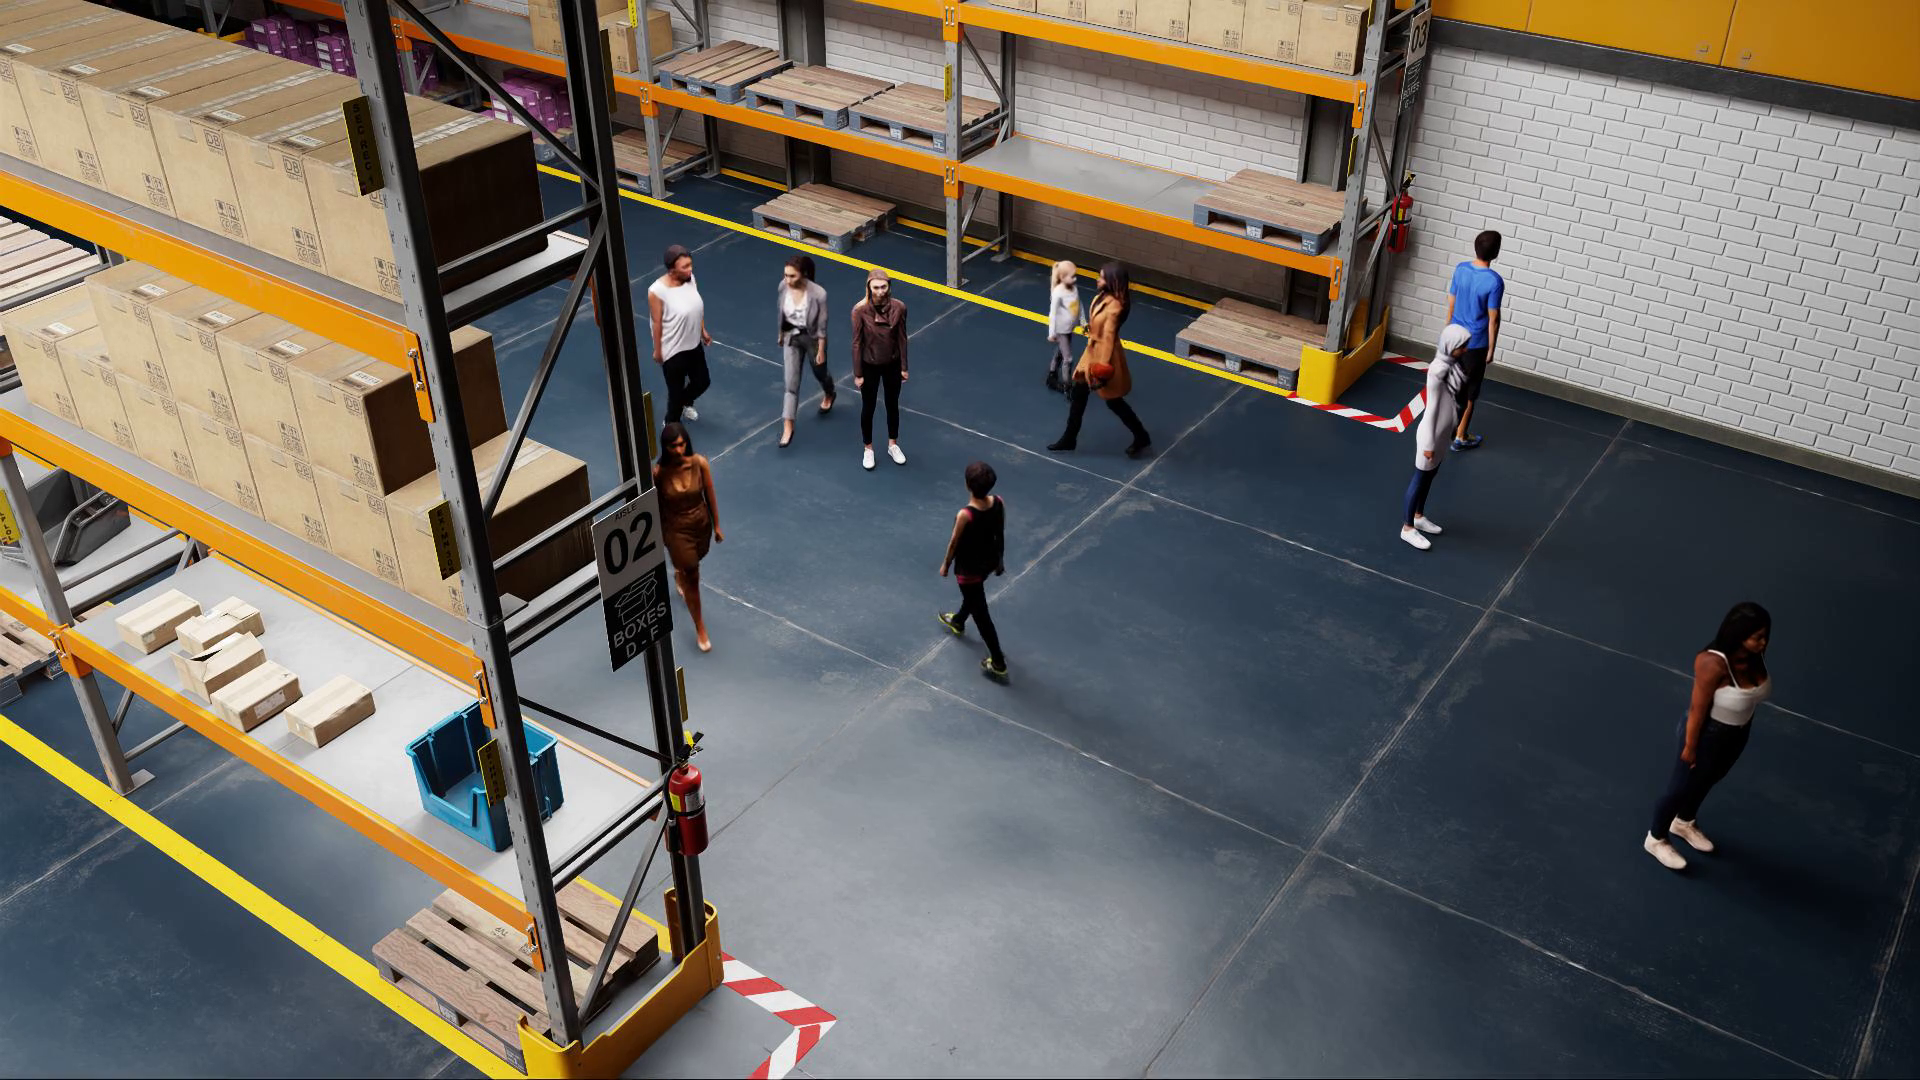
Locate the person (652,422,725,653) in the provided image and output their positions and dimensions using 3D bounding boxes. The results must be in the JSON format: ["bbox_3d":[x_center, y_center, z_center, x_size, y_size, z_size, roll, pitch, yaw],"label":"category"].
[{"bbox_3d":[-1.878,-0.102,11.387,0.885,1.650,1.133,-16,37,-23],"label":"person"}]

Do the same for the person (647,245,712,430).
[{"bbox_3d":[-2.330,-1.659,13.712,0.621,1.669,0.664,24,41,32],"label":"person"}]

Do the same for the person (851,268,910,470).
[{"bbox_3d":[-0.634,-1.383,13.265,0.672,1.704,0.706,-9,35,-13],"label":"person"}]

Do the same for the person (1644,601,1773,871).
[{"bbox_3d":[4.266,1.077,9.468,0.726,1.812,0.728,-19,38,-26],"label":"person"}]

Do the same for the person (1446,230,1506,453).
[{"bbox_3d":[4.102,-1.616,13.470,0.720,1.866,0.566,-27,42,-34],"label":"person"}]

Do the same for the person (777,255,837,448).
[{"bbox_3d":[-1.220,-1.622,13.715,1.154,1.605,0.928,14,36,20],"label":"person"}]

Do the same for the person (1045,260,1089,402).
[{"bbox_3d":[0.840,-1.834,14.343,0.677,1.262,0.491,20,38,27],"label":"person"}]

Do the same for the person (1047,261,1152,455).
[{"bbox_3d":[1.239,-1.402,13.313,1.205,1.684,1.122,-4,34,-6],"label":"person"}]

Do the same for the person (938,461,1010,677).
[{"bbox_3d":[0.154,0.210,11.043,0.664,1.511,1.064,-28,43,-35],"label":"person"}]

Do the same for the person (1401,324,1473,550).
[{"bbox_3d":[3.513,-0.787,12.302,0.517,1.777,0.605,22,40,30],"label":"person"}]
